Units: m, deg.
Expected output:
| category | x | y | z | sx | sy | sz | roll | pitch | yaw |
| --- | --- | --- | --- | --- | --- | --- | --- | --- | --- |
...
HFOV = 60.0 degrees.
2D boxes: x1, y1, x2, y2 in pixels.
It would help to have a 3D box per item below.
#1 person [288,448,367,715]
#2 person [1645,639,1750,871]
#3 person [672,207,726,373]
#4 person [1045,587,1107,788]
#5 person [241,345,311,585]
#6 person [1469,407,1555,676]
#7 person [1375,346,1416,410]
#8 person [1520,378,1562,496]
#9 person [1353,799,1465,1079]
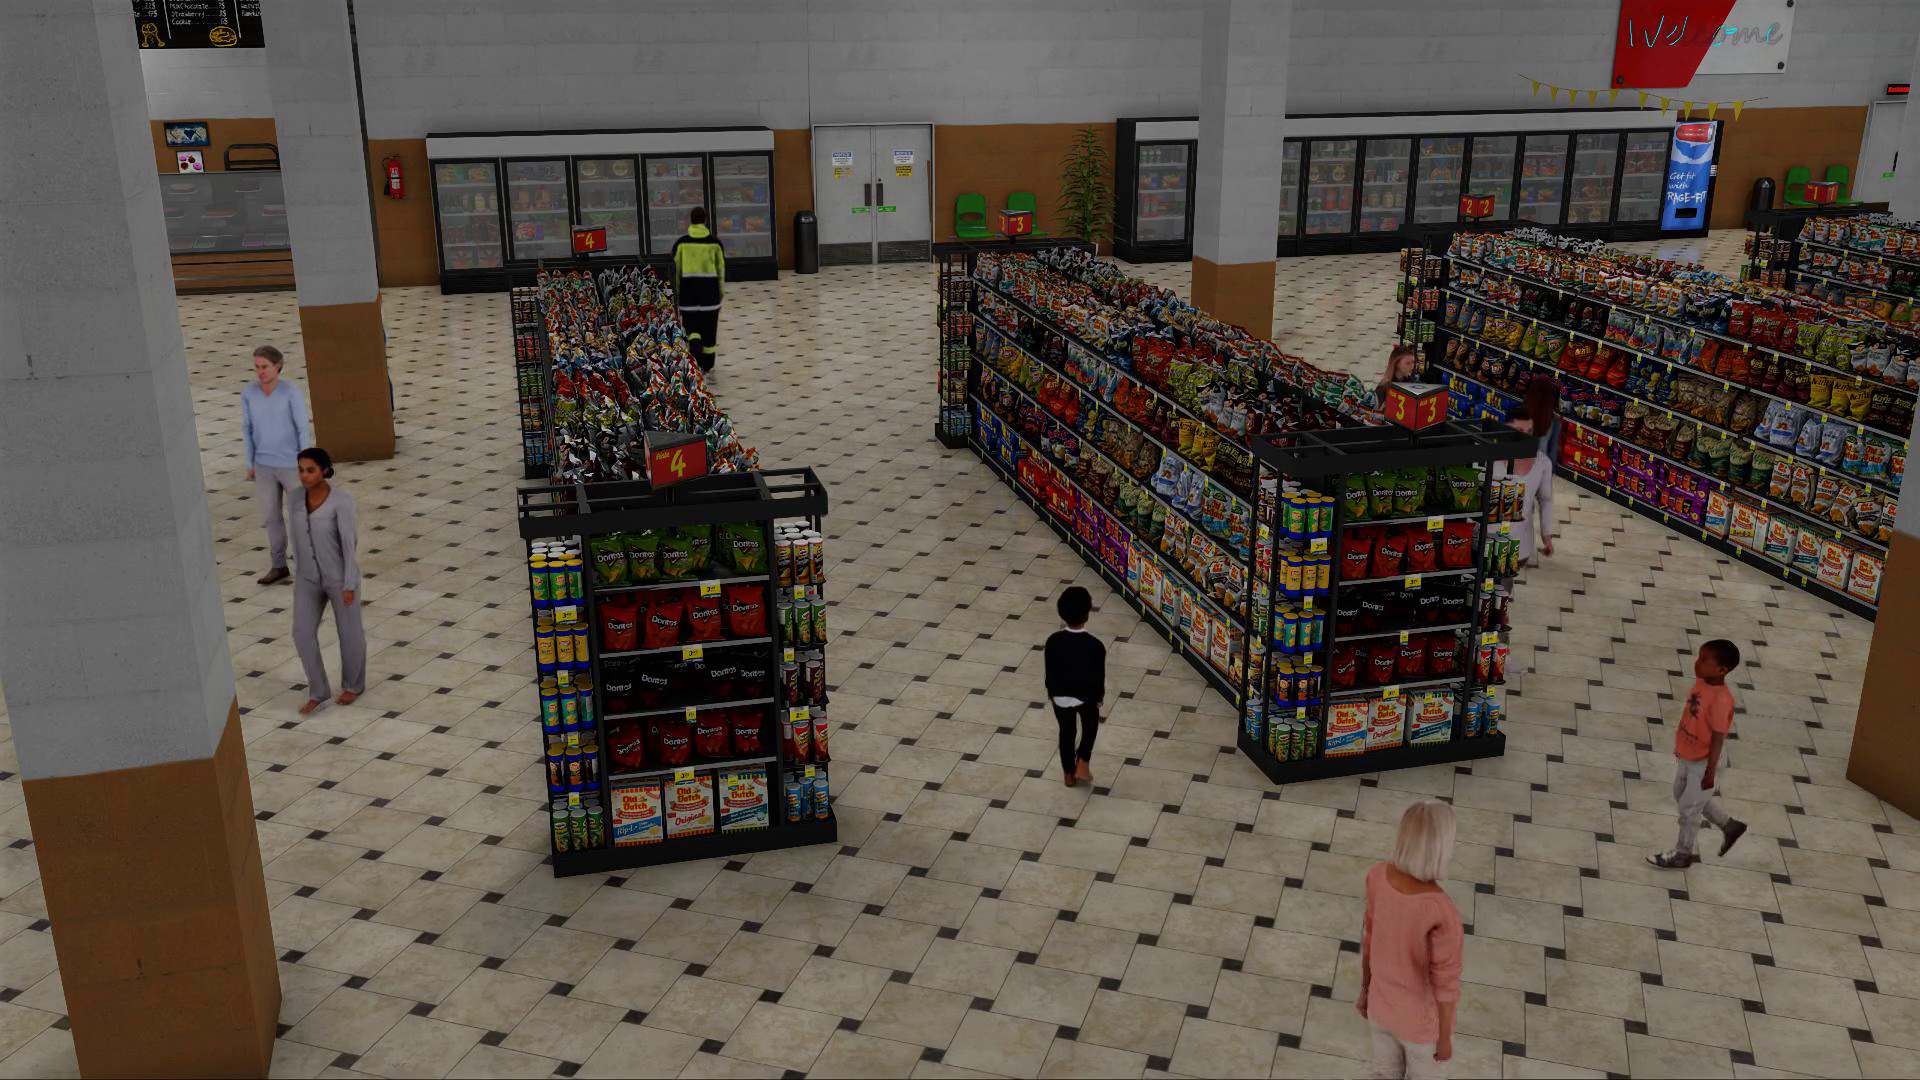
| category | x | y | z | sx | sy | sz | roll | pitch | yaw |
| --- | --- | --- | --- | --- | --- | --- | --- | --- | --- |
| person | -4.033 | 0.217 | 10.735 | 0.789 | 1.720 | 0.863 | 3 | 19 | 8 |
| person | 3.936 | 1.126 | 8.697 | 0.709 | 1.301 | 0.755 | 2 | 19 | 5 |
| person | -3.091 | -2.932 | 19.679 | 0.769 | 1.972 | 0.930 | -4 | 19 | -13 |
| person | 0.661 | 0.870 | 9.579 | 0.592 | 1.221 | 0.625 | 4 | 19 | 12 |
| person | -5.237 | -0.578 | 12.827 | 0.734 | 1.891 | 0.685 | 1 | 19 | 4 |
| person | 3.702 | -0.027 | 11.347 | 0.730 | 1.793 | 1.160 | -3 | 19 | -9 |
| person | 3.496 | -0.770 | 13.779 | 1.165 | 1.645 | 0.969 | 18 | 25 | 42 |
| person | 4.599 | -0.561 | 13.453 | 0.755 | 1.457 | 1.000 | 1 | 19 | 3 |
| person | 1.606 | 1.761 | 6.173 | 0.791 | 1.710 | 0.892 | -10 | 21 | -27 |
